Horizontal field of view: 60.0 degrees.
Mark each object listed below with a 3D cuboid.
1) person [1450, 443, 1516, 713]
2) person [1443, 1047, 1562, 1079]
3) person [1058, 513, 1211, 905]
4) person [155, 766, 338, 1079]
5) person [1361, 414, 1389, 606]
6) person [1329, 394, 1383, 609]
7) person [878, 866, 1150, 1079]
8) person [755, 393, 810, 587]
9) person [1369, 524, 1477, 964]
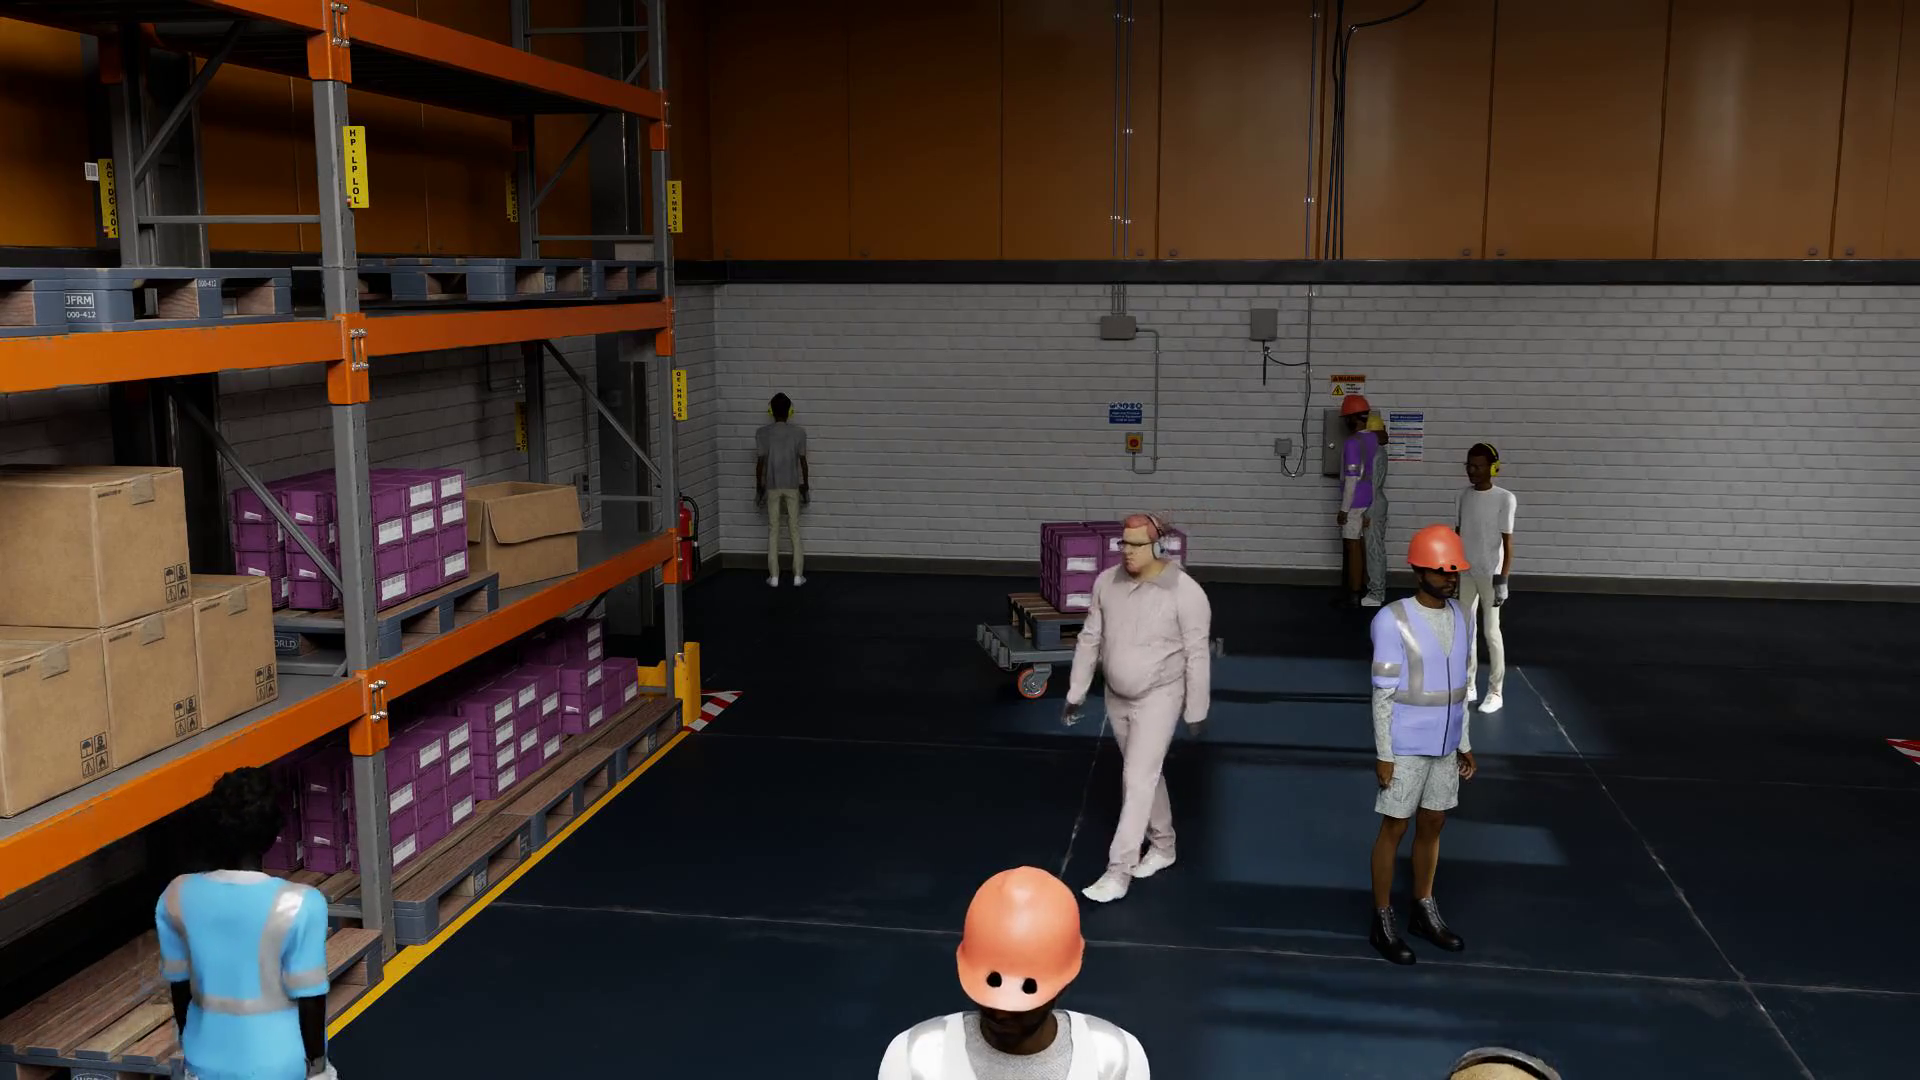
[{"bbox_3d":[3.582,0.254,11.493,0.324,1.863,0.509,-6,11,-35],"label":"person"},{"bbox_3d":[0.846,1.672,2.687,0.635,1.887,1.036,5,11,29],"label":"person"},{"bbox_3d":[0.801,0.805,8.061,0.929,1.866,0.645,-8,12,-41],"label":"person"},{"bbox_3d":[-2.009,1.462,4.642,0.537,1.668,0.817,2,9,11],"label":"person"},{"bbox_3d":[3.723,-0.271,15.091,0.325,1.740,0.492,4,10,23],"label":"person"},{"bbox_3d":[3.554,-0.345,14.967,0.366,1.930,0.542,7,12,38],"label":"person"},{"bbox_3d":[0.107,1.555,3.246,0.542,1.931,0.376,-1,9,-7],"label":"person"},{"bbox_3d":[-1.710,-0.479,15.995,0.534,1.864,0.309,-1,9,-8],"label":"person"},{"bbox_3d":[2.058,0.887,7.338,0.543,1.939,0.361,-5,10,-27],"label":"person"}]
